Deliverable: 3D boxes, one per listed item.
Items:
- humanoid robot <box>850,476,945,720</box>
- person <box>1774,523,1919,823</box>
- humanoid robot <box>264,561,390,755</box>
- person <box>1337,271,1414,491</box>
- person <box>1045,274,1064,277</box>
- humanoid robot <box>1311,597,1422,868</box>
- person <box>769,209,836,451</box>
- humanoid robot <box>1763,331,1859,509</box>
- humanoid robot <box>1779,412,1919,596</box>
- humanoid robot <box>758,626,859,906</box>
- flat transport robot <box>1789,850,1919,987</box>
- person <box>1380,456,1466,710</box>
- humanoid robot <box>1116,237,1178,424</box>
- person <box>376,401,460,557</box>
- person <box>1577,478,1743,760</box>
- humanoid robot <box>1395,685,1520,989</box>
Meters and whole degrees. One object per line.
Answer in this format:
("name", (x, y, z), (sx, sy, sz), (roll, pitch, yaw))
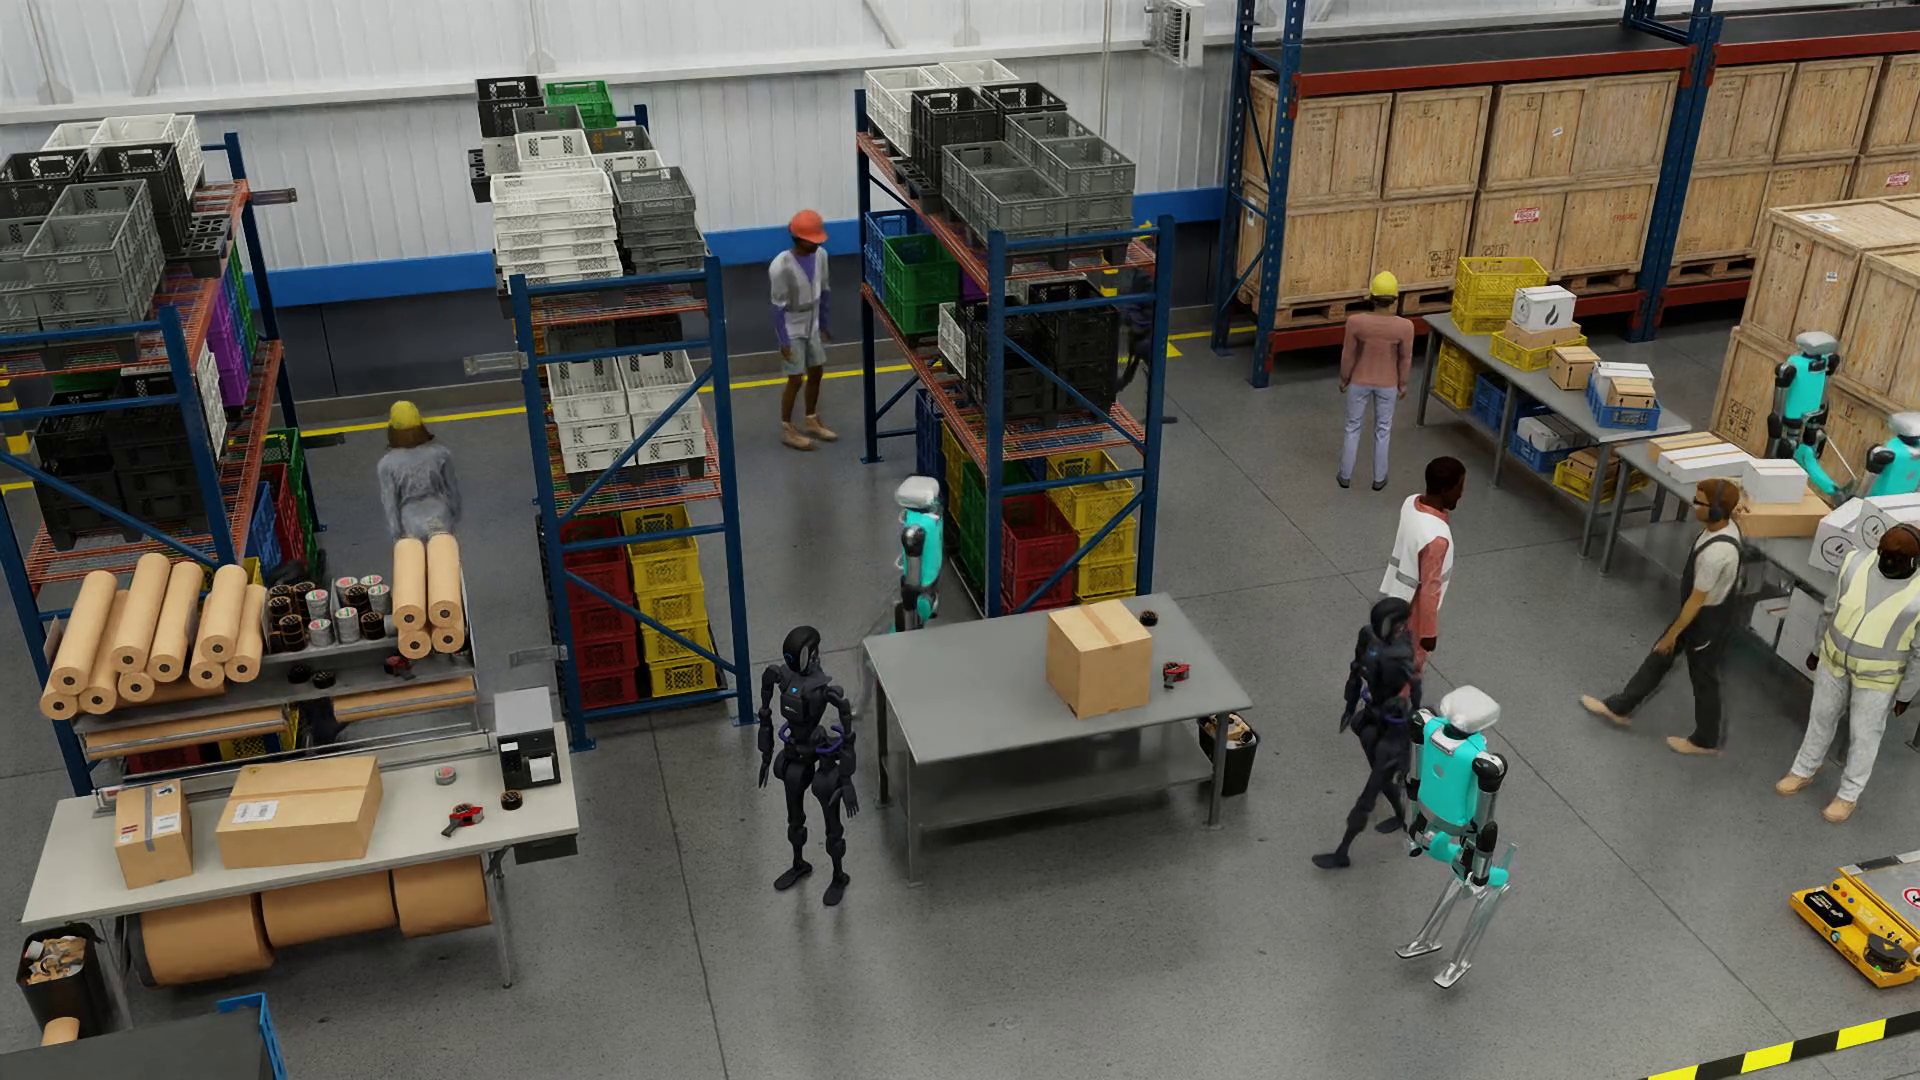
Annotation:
("humanoid robot", (-0.482, 0.425, 9.956), (0.812, 1.845, 0.562), (8, 30, 14))
("person", (5.011, 0.721, 9.232), (0.429, 1.834, 0.630), (-17, 33, -28))
("humanoid robot", (-3.500, 0.833, 9.203), (0.622, 1.642, 0.586), (-24, 37, -37))
("person", (3.186, -1.216, 12.814), (0.532, 1.772, 0.297), (7, 29, 12))
("person", (0.708, -1.771, 13.750), (0.555, 1.844, 0.460), (-23, 36, -35))
("humanoid robot", (2.245, 1.002, 8.925), (0.792, 1.619, 0.610), (-12, 31, -21))
("person", (-1.241, -1.698, 13.434), (0.465, 2.014, 0.628), (20, 35, 32))
("humanoid robot", (5.949, -0.571, 11.667), (0.549, 1.746, 0.924), (-13, 31, -23))
("humanoid robot", (5.769, -0.153, 10.951), (0.548, 1.766, 0.982), (-8, 30, -15))
("humanoid robot", (-0.769, 1.159, 8.575), (0.599, 1.657, 0.315), (14, 32, 24))
("flat transport robot", (5.163, 1.916, 8.676), (1.431, 0.231, 0.659), (-8, 30, -14))
("person", (2.675, 0.382, 9.766), (0.400, 1.911, 0.585), (1, 29, 1))
("humanoid robot", (1.479, -1.734, 13.903), (0.726, 1.653, 0.601), (-4, 29, -7))
("person", (-3.521, -0.135, 10.920), (0.493, 1.698, 0.906), (-12, 31, -21))
("person", (4.186, 0.446, 9.747), (0.906, 1.802, 0.543), (12, 31, 21))
("humanoid robot", (2.469, 1.386, 7.981), (0.735, 1.672, 0.533), (-17, 33, -27))
